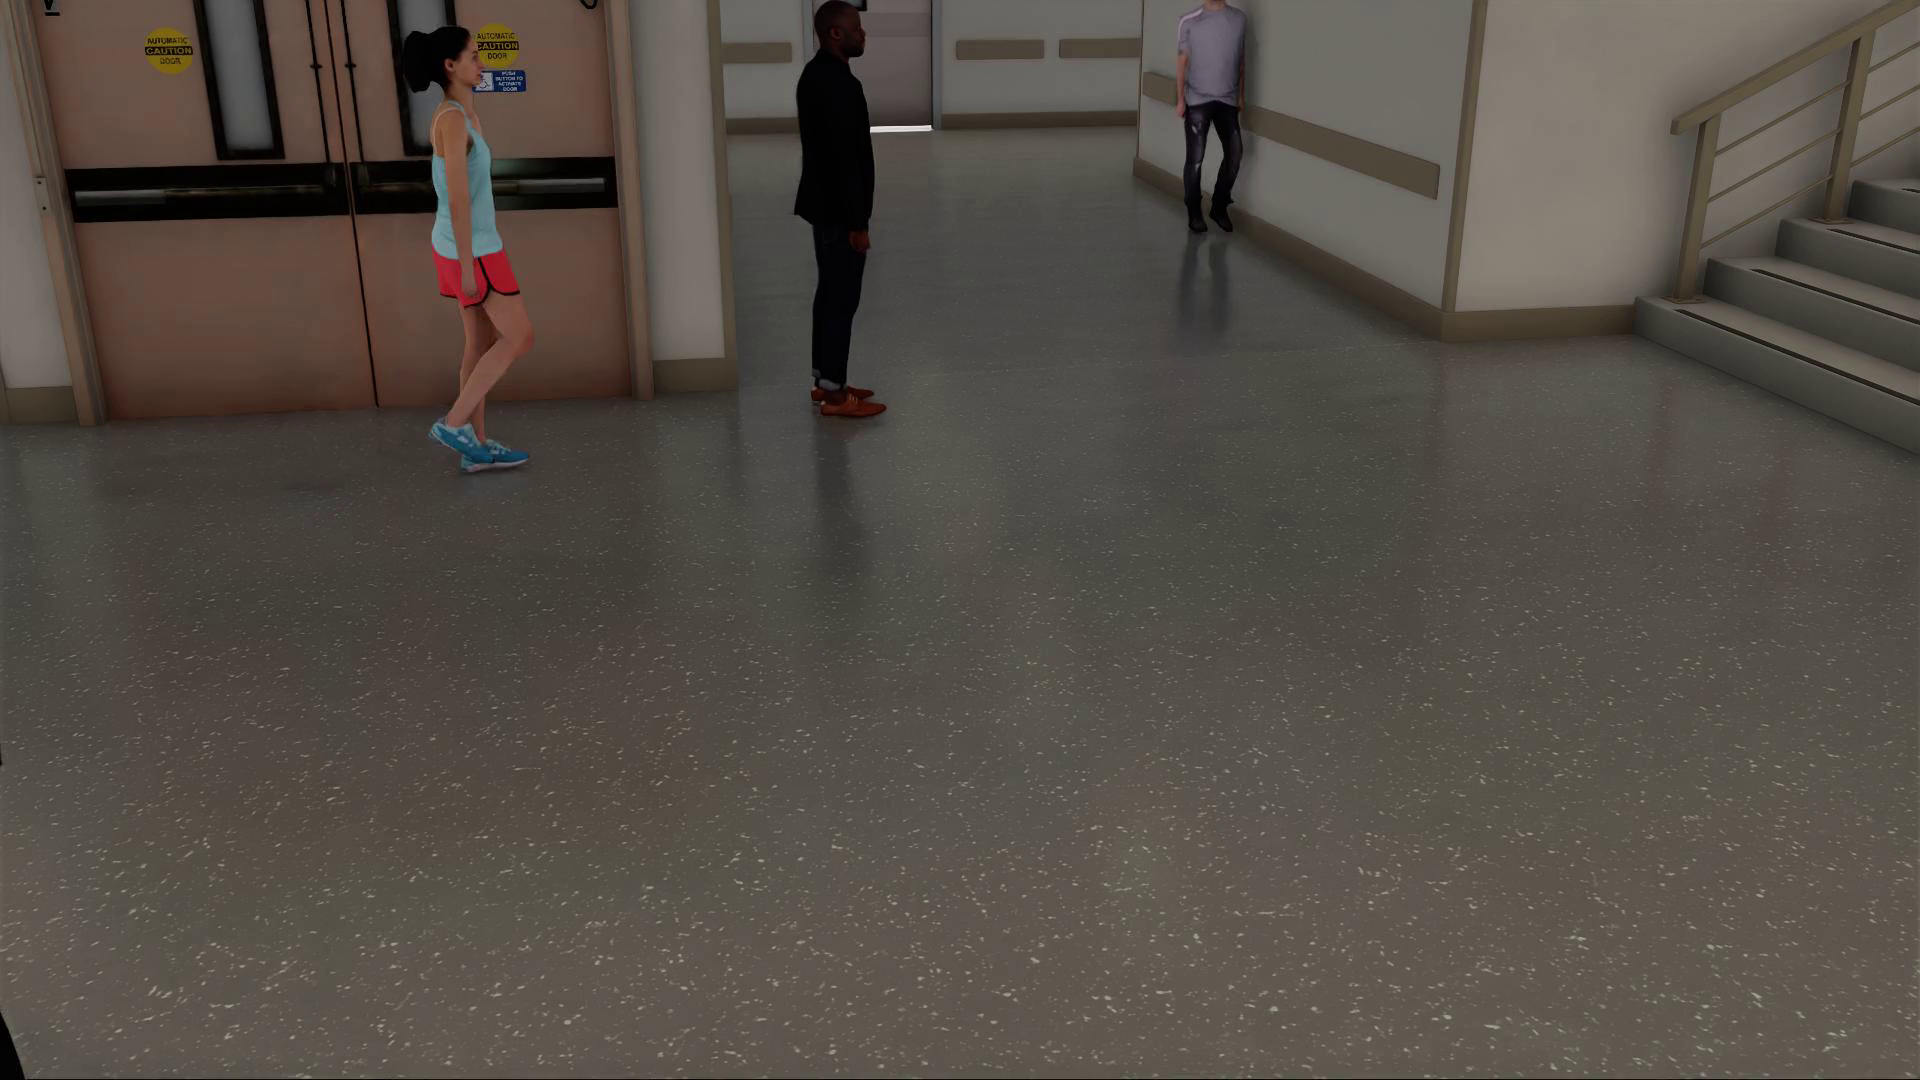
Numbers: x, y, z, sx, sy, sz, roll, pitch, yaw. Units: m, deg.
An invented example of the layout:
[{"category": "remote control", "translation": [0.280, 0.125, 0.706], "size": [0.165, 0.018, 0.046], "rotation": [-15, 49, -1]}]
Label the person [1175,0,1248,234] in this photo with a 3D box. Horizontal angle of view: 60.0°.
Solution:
[{"category": "person", "translation": [1.751, -3.105, 11.763], "size": [0.600, 1.815, 0.730], "rotation": [-3, 21, -8]}]

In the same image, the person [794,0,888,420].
[{"category": "person", "translation": [-0.564, -1.463, 7.424], "size": [0.601, 1.819, 0.703], "rotation": [-4, 21, -11]}]

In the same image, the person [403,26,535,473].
[{"category": "person", "translation": [-2.017, -1.106, 6.573], "size": [0.706, 1.754, 0.625], "rotation": [-7, 22, -17]}]
